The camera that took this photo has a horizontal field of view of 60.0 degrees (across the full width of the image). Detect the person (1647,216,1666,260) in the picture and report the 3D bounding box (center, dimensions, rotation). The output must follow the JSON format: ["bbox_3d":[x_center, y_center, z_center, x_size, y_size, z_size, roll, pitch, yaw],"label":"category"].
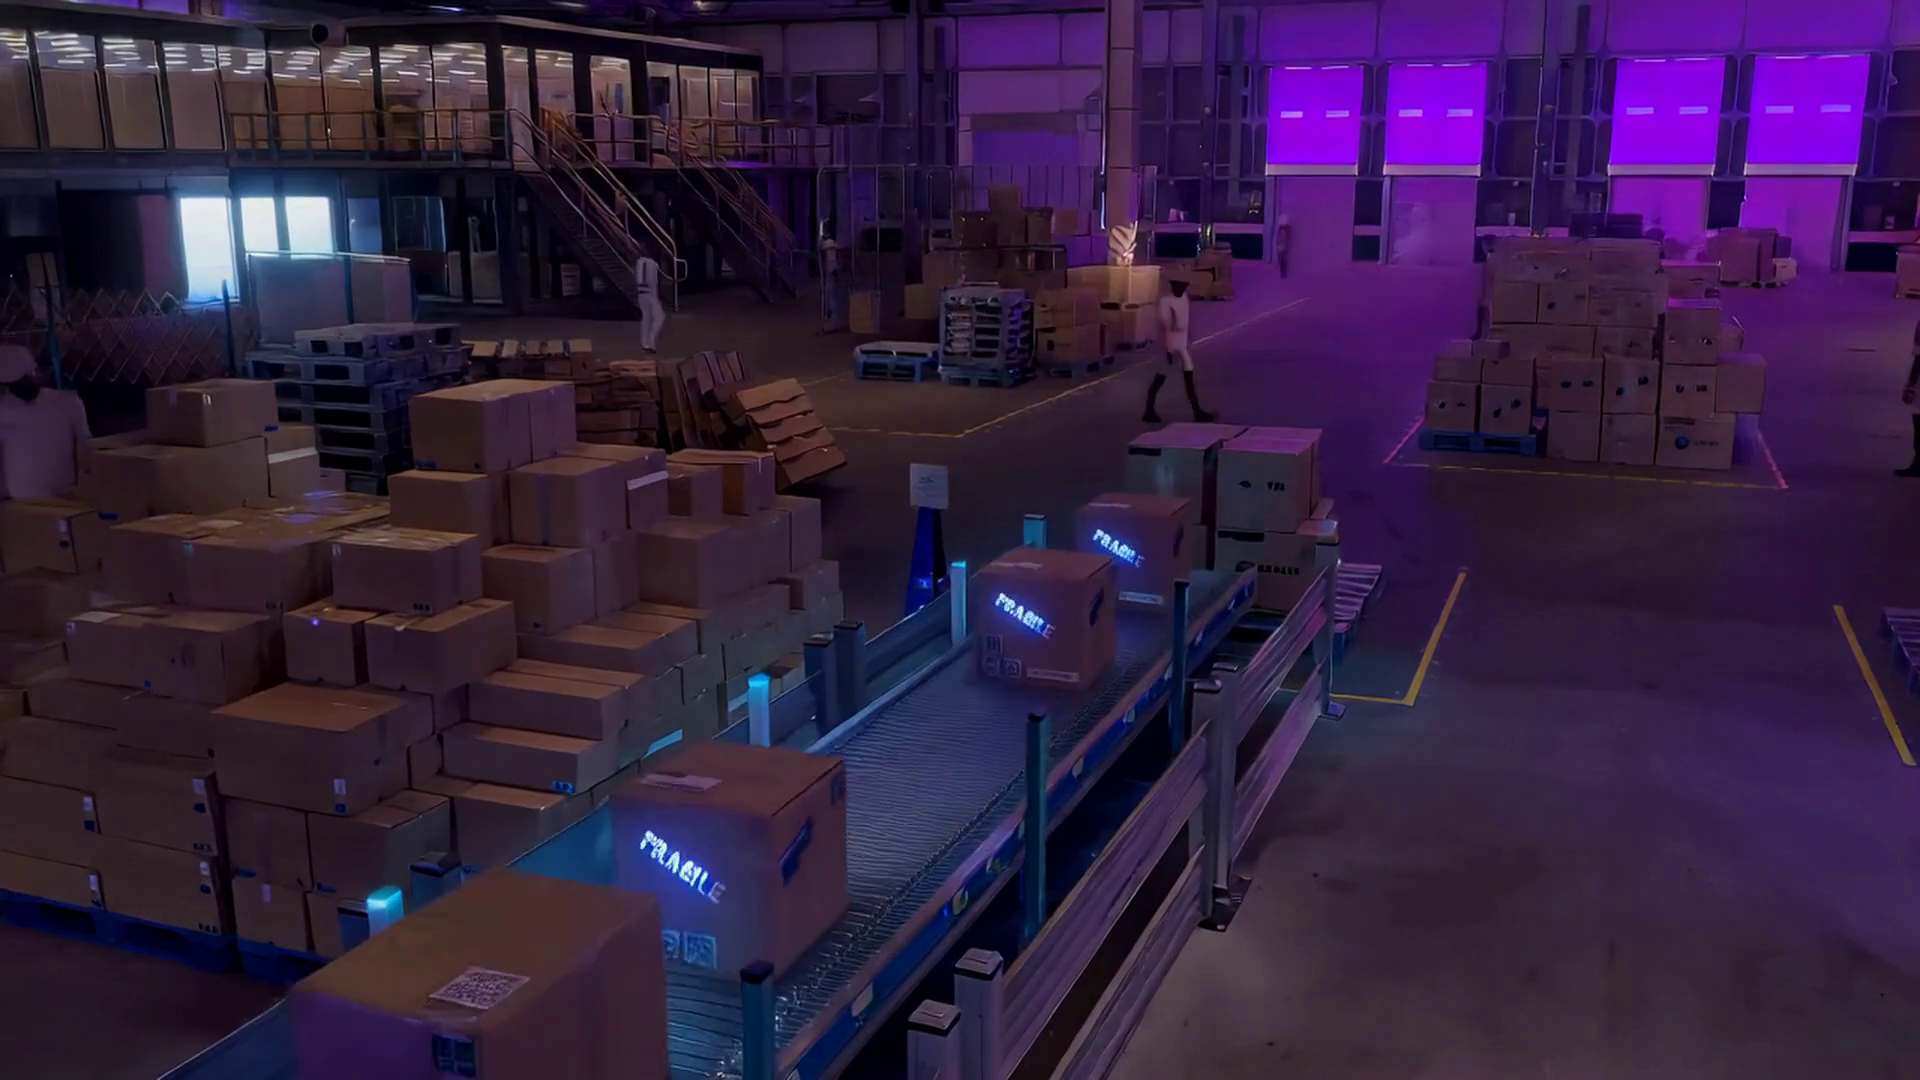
[{"bbox_3d":[17.382,-7.161,41.620,0.351,1.860,0.583,-8,15,-33],"label":"person"}]

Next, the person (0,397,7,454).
[{"bbox_3d":[-6.411,-0.351,10.938,0.653,1.912,0.422,1,13,4],"label":"person"}]

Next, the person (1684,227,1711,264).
[{"bbox_3d":[14.024,-4.963,31.597,0.741,1.916,0.623,-4,13,-19],"label":"person"}]

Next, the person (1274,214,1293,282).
[{"bbox_3d":[8.758,-7.887,44.931,0.449,1.826,0.652,-1,13,-5],"label":"person"}]

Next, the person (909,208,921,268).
[{"bbox_3d":[-1.340,-9.263,51.123,0.533,1.829,0.524,-2,13,-8],"label":"person"}]

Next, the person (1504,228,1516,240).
[{"bbox_3d":[10.764,-5.202,32.793,0.420,1.873,0.610,5,14,23],"label":"person"}]

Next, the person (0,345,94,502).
[{"bbox_3d":[-5.692,-0.251,10.443,0.684,1.937,0.841,-7,14,-28],"label":"person"}]

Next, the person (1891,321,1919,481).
[{"bbox_3d":[9.465,-1.558,16.240,0.600,1.967,0.367,-6,14,-25],"label":"person"}]

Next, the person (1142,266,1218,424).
[{"bbox_3d":[2.579,-2.283,19.679,1.008,1.878,0.569,12,17,43],"label":"person"}]

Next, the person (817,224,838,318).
[{"bbox_3d":[-2.704,-5.508,34.099,0.396,1.911,0.587,8,15,31],"label":"person"}]

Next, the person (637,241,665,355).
[{"bbox_3d":[-5.059,-3.943,27.172,0.419,1.870,0.586,-9,15,-35],"label":"person"}]

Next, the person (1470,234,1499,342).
[{"bbox_3d":[9.359,-4.396,29.104,0.831,1.915,0.548,1,13,2],"label":"person"}]
